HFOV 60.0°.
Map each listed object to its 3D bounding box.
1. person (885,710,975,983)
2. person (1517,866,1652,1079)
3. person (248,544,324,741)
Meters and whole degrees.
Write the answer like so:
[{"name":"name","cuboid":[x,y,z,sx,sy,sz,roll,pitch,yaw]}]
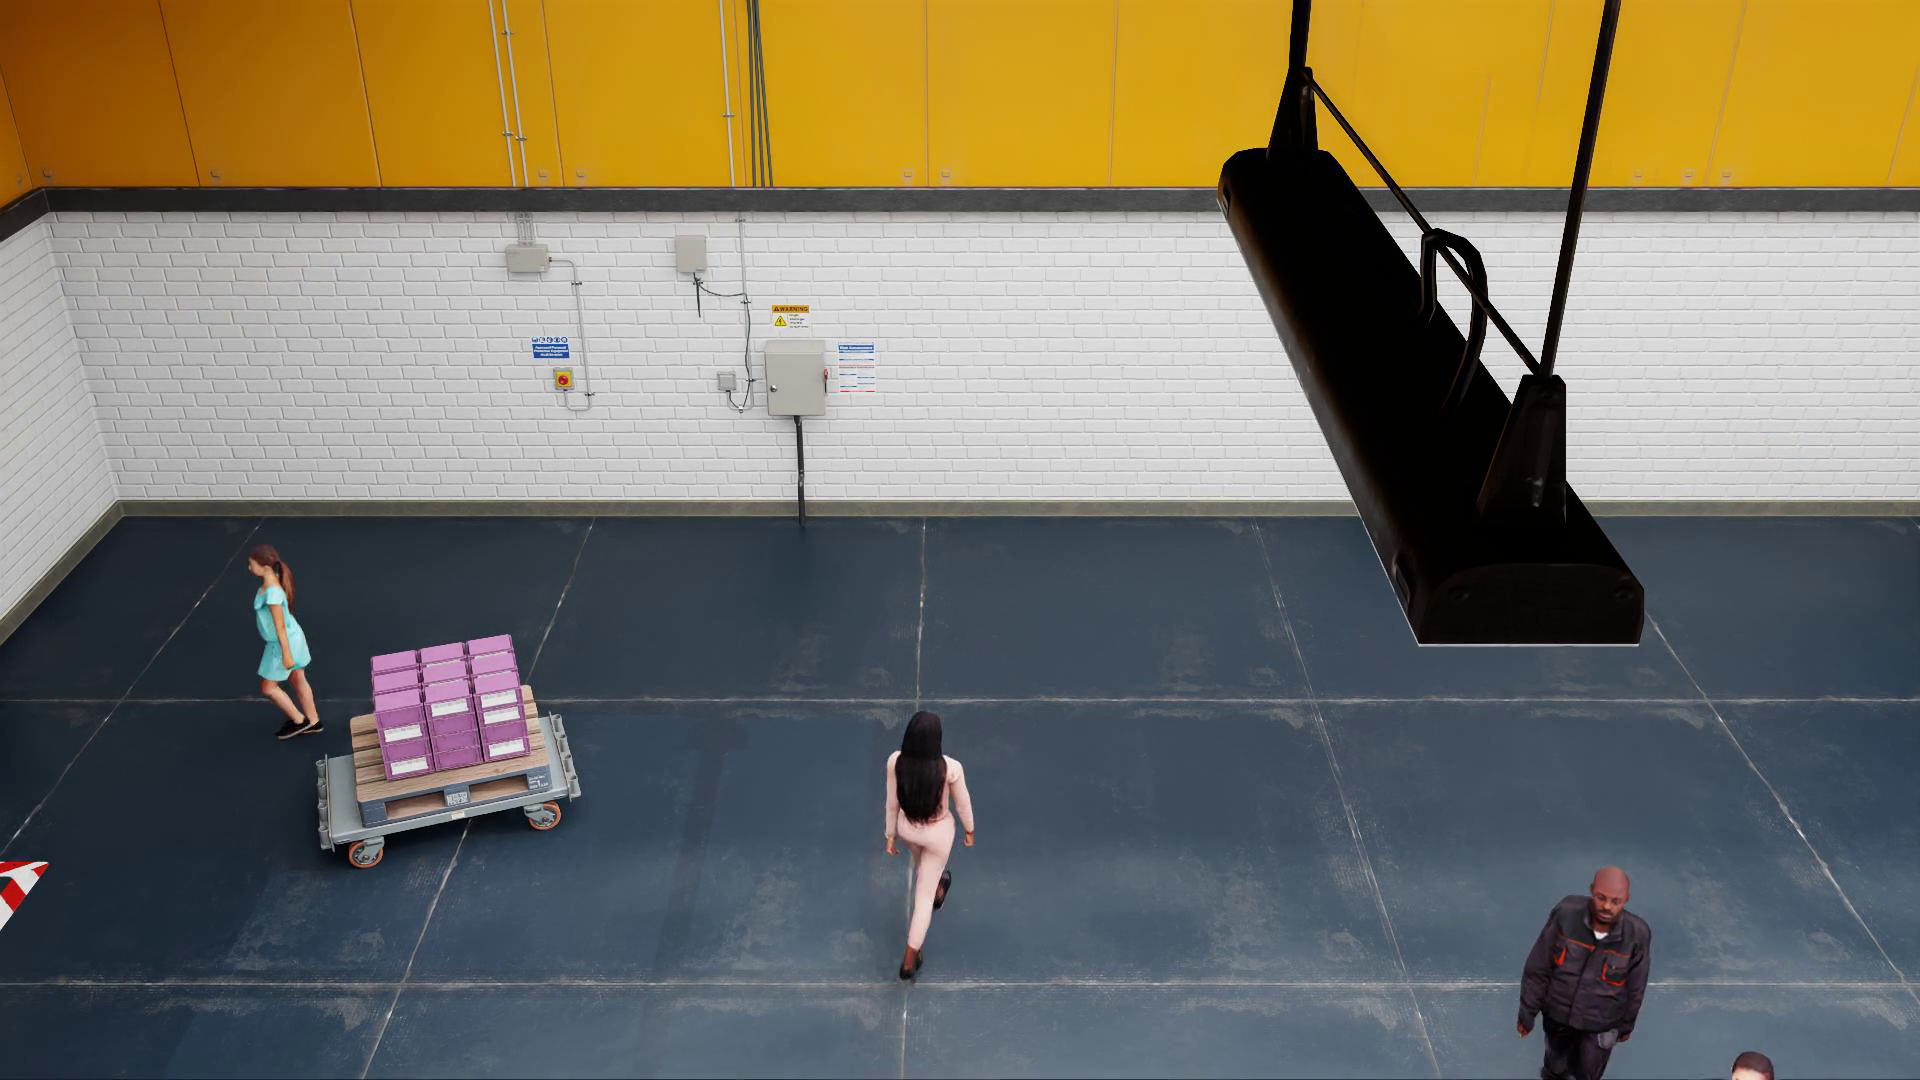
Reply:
[{"name":"person","cuboid":[-0.224,1.800,9.693,0.893,1.671,1.241,9,30,16]},{"name":"person","cuboid":[3.201,2.354,8.561,1.089,1.784,1.314,14,32,24]},{"name":"person","cuboid":[-4.726,0.720,11.798,0.673,1.552,0.579,-6,29,-11]}]
